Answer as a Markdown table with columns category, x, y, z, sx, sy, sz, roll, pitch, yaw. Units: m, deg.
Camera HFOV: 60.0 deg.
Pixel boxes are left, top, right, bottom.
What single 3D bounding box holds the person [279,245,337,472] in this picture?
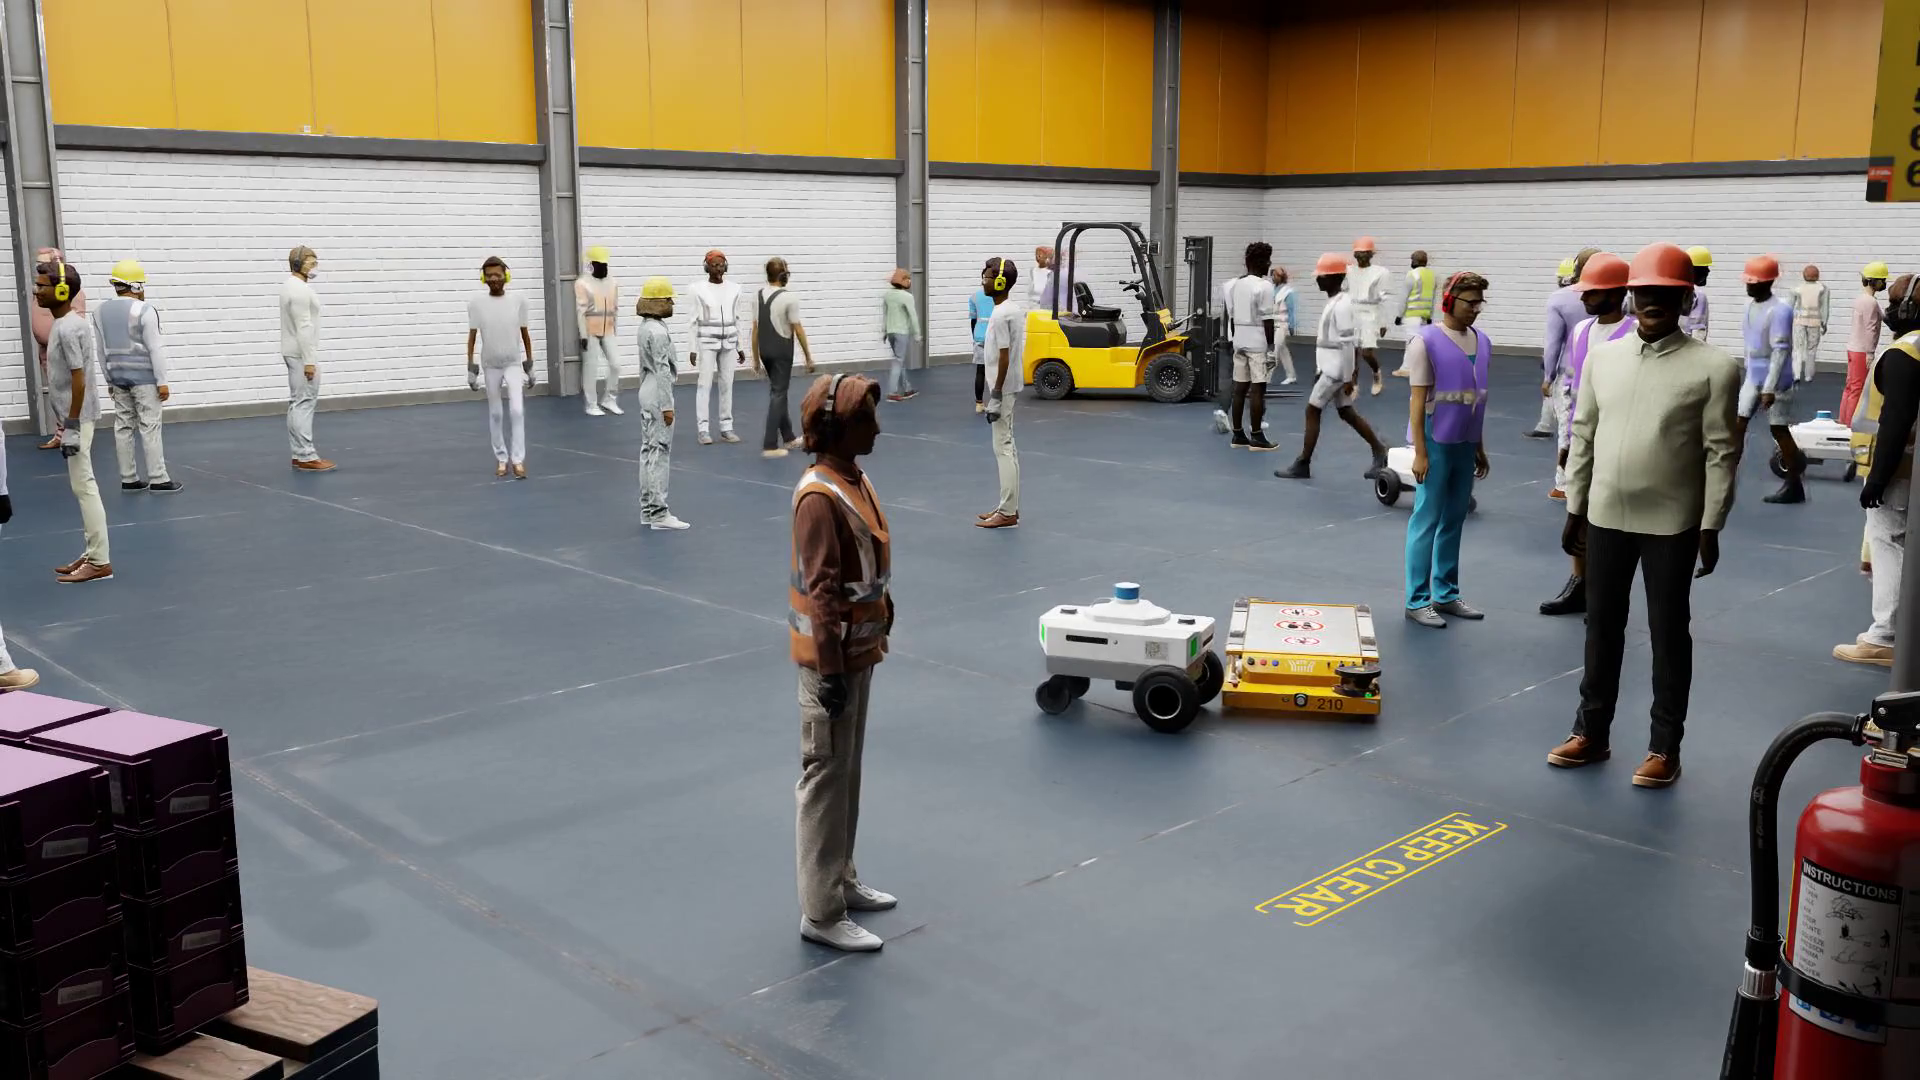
| category | x | y | z | sx | sy | sz | roll | pitch | yaw |
| --- | --- | --- | --- | --- | --- | --- | --- | --- | --- |
| person | -5.642 | -1.552 | 14.299 | 0.374 | 1.934 | 0.628 | -6 | 12 | -28 |

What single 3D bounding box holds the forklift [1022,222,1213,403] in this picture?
| category | x | y | z | sx | sy | sz | roll | pitch | yaw |
| --- | --- | --- | --- | --- | --- | --- | --- | --- | --- |
| forklift | 1.935 | -2.847 | 20.651 | 2.313 | 2.155 | 1.214 | 2 | 11 | 13 |

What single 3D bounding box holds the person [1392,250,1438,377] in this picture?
| category | x | y | z | sx | sy | sz | roll | pitch | yaw |
| --- | --- | --- | --- | --- | --- | --- | --- | --- | --- |
| person | 6.502 | -3.193 | 23.565 | 0.621 | 1.820 | 0.841 | -8 | 13 | -39 |

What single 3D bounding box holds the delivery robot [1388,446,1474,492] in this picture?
| category | x | y | z | sx | sy | sz | roll | pitch | yaw |
| --- | --- | --- | --- | --- | --- | --- | --- | --- | --- |
| delivery robot | 3.487 | -0.546 | 12.321 | 0.477 | 0.478 | 0.707 | -4 | 11 | -19 |

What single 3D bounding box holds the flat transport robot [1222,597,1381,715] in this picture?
| category | x | y | z | sx | sy | sz | roll | pitch | yaw |
| --- | --- | --- | --- | --- | --- | --- | --- | --- | --- |
| flat transport robot | 1.565 | 0.503 | 7.629 | 0.652 | 0.197 | 1.431 | 2 | 11 | 11 |

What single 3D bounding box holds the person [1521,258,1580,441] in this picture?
| category | x | y | z | sx | sy | sz | roll | pitch | yaw |
| --- | --- | --- | --- | --- | --- | --- | --- | --- | --- |
| person | 5.934 | -1.826 | 16.147 | 0.843 | 1.807 | 0.586 | 8 | 13 | 37 |

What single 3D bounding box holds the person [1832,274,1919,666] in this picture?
| category | x | y | z | sx | sy | sz | roll | pitch | yaw |
| --- | --- | --- | --- | --- | --- | --- | --- | --- | --- |
| person | 4.434 | -0.326 | 7.865 | 0.621 | 1.845 | 0.429 | -9 | 14 | -41 |

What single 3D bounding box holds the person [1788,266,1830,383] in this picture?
| category | x | y | z | sx | sy | sz | roll | pitch | yaw |
| --- | --- | --- | --- | --- | --- | --- | --- | --- | --- |
| person | 11.603 | -2.949 | 22.795 | 0.533 | 1.613 | 0.702 | 5 | 12 | 26 |

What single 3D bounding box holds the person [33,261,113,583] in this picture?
| category | x | y | z | sx | sy | sz | roll | pitch | yaw |
| --- | --- | --- | --- | --- | --- | --- | --- | --- | --- |
| person | -5.212 | -0.687 | 9.745 | 0.326 | 1.876 | 0.518 | -5 | 12 | -27 |

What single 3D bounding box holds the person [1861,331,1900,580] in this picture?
| category | x | y | z | sx | sy | sz | roll | pitch | yaw |
| --- | --- | --- | --- | --- | --- | --- | --- | --- | --- |
| person | 5.531 | -0.552 | 9.736 | 0.325 | 1.610 | 0.643 | 2 | 11 | 12 |

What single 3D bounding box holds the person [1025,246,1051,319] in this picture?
| category | x | y | z | sx | sy | sz | roll | pitch | yaw |
| --- | --- | --- | --- | --- | --- | --- | --- | --- | --- |
| person | 1.236 | -3.447 | 24.814 | 0.607 | 1.863 | 0.429 | 5 | 12 | 26 |

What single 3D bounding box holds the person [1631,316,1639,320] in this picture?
| category | x | y | z | sx | sy | sz | roll | pitch | yaw |
| --- | --- | --- | --- | --- | --- | --- | --- | --- | --- |
| person | 7.306 | -2.089 | 18.102 | 0.663 | 1.612 | 0.506 | -5 | 11 | -25 |

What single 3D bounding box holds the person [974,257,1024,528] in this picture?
| category | x | y | z | sx | sy | sz | roll | pitch | yaw |
| --- | --- | --- | --- | --- | --- | --- | --- | --- | --- |
| person | 0.271 | -1.016 | 11.539 | 0.328 | 1.876 | 0.514 | 2 | 11 | 8 |

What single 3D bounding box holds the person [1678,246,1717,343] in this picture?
| category | x | y | z | sx | sy | sz | roll | pitch | yaw |
| --- | --- | --- | --- | --- | --- | --- | --- | --- | --- |
| person | 6.404 | -1.614 | 14.653 | 0.367 | 1.927 | 0.590 | -1 | 10 | -4 |

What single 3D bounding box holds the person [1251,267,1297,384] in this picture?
| category | x | y | z | sx | sy | sz | roll | pitch | yaw |
| --- | --- | --- | --- | --- | --- | --- | --- | --- | --- |
| person | 4.260 | -2.862 | 22.385 | 0.876 | 1.591 | 0.515 | -5 | 12 | -26 |

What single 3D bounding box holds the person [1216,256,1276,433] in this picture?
| category | x | y | z | sx | sy | sz | roll | pitch | yaw |
| --- | --- | --- | --- | --- | --- | --- | --- | --- | --- |
| person | 2.940 | -2.048 | 17.154 | 0.595 | 1.887 | 0.876 | 6 | 12 | 31 |

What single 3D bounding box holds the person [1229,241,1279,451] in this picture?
| category | x | y | z | sx | sy | sz | roll | pitch | yaw |
| --- | --- | --- | --- | --- | --- | --- | --- | --- | --- |
| person | 2.781 | -1.827 | 15.710 | 0.365 | 1.965 | 0.608 | -6 | 12 | -28 |

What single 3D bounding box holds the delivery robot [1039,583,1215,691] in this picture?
| category | x | y | z | sx | sy | sz | roll | pitch | yaw |
| --- | --- | --- | --- | --- | --- | --- | --- | --- | --- |
| delivery robot | 0.702 | 0.424 | 7.032 | 0.707 | 0.478 | 0.477 | 4 | 11 | 22 |

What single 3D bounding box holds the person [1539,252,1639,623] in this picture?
| category | x | y | z | sx | sy | sz | roll | pitch | yaw |
| --- | --- | --- | --- | --- | --- | --- | --- | --- | --- |
| person | 3.332 | -0.519 | 8.666 | 0.377 | 1.932 | 0.548 | -5 | 11 | -25 |

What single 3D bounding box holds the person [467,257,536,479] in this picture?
| category | x | y | z | sx | sy | sz | roll | pitch | yaw |
| --- | --- | --- | --- | --- | --- | --- | --- | --- | --- |
| person | -3.814 | -1.416 | 13.824 | 0.557 | 1.834 | 0.841 | -3 | 11 | -16 |

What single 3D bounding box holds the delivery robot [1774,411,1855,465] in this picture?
| category | x | y | z | sx | sy | sz | roll | pitch | yaw |
| --- | --- | --- | --- | --- | --- | --- | --- | --- | --- |
| delivery robot | 7.203 | -0.836 | 13.901 | 0.707 | 0.478 | 0.477 | 5 | 12 | 26 |

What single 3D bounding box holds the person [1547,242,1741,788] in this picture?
| category | x | y | z | sx | sy | sz | roll | pitch | yaw |
| --- | --- | --- | --- | --- | --- | --- | --- | --- | --- |
| person | 2.528 | -0.093 | 6.167 | 0.371 | 1.997 | 0.622 | -9 | 14 | -42 |

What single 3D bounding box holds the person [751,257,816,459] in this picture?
| category | x | y | z | sx | sy | sz | roll | pitch | yaw |
| --- | --- | --- | --- | --- | --- | --- | --- | --- | --- |
| person | -1.571 | -1.664 | 15.239 | 0.521 | 1.819 | 0.791 | 8 | 13 | 38 |

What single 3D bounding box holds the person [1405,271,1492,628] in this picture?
| category | x | y | z | sx | sy | sz | roll | pitch | yaw |
| --- | --- | --- | --- | --- | --- | --- | --- | --- | --- |
| person | 2.545 | -0.478 | 8.699 | 0.564 | 1.839 | 0.390 | -8 | 13 | -37 |

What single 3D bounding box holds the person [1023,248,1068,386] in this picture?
| category | x | y | z | sx | sy | sz | roll | pitch | yaw |
| --- | --- | --- | --- | --- | --- | --- | --- | --- | --- |
| person | 1.313 | -2.998 | 22.399 | 0.996 | 1.862 | 0.659 | 1 | 10 | 4 |

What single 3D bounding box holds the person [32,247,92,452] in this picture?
| category | x | y | z | sx | sy | sz | roll | pitch | yaw |
| --- | --- | --- | --- | --- | --- | --- | --- | --- | --- |
| person | -8.470 | -1.781 | 15.624 | 0.643 | 1.908 | 0.410 | 7 | 12 | 33 |

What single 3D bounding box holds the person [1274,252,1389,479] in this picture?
| category | x | y | z | sx | sy | sz | roll | pitch | yaw |
| --- | --- | --- | --- | --- | --- | --- | --- | --- | --- |
| person | 3.171 | -1.429 | 13.765 | 0.974 | 1.899 | 0.554 | 2 | 11 | 8 |

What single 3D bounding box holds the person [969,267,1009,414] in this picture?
| category | x | y | z | sx | sy | sz | roll | pitch | yaw |
| --- | --- | --- | --- | --- | --- | --- | --- | --- | --- |
| person | 0.352 | -2.260 | 18.815 | 0.532 | 1.695 | 0.319 | 6 | 12 | 29 |

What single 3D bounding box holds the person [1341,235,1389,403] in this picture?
| category | x | y | z | sx | sy | sz | roll | pitch | yaw |
| --- | --- | --- | --- | --- | --- | --- | --- | --- | --- |
| person | 4.892 | -2.669 | 20.152 | 0.622 | 2.030 | 0.595 | 8 | 13 | 38 |

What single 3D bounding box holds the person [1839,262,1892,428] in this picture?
| category | x | y | z | sx | sy | sz | roll | pitch | yaw |
| --- | --- | --- | --- | --- | --- | --- | --- | --- | --- |
| person | 8.833 | -1.820 | 16.218 | 0.328 | 1.767 | 0.532 | 3 | 11 | 15 |

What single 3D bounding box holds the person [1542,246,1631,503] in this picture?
| category | x | y | z | sx | sy | sz | roll | pitch | yaw |
| --- | --- | --- | --- | --- | --- | --- | --- | --- | --- |
| person | 4.719 | -1.237 | 12.574 | 0.630 | 1.936 | 0.366 | 1 | 10 | 6 |

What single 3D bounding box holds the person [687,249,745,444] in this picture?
| category | x | y | z | sx | sy | sz | roll | pitch | yaw |
| --- | --- | --- | --- | --- | --- | --- | --- | --- | --- |
| person | -2.373 | -1.878 | 16.213 | 0.584 | 1.882 | 0.337 | -6 | 12 | -32 |

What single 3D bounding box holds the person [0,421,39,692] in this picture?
| category | x | y | z | sx | sy | sz | roll | pitch | yaw |
| --- | --- | --- | --- | --- | --- | --- | --- | --- | --- |
| person | -4.442 | -0.224 | 7.307 | 0.619 | 1.845 | 0.430 | 2 | 11 | 11 |

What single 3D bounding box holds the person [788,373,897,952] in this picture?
| category | x | y | z | sx | sy | sz | roll | pitch | yaw |
| --- | --- | --- | --- | --- | --- | --- | --- | --- | --- |
| person | -0.343 | 0.341 | 4.777 | 0.306 | 1.639 | 0.523 | 1 | 10 | 6 |

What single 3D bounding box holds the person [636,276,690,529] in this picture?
| category | x | y | z | sx | sy | sz | roll | pitch | yaw |
| --- | --- | --- | --- | --- | --- | --- | --- | --- | --- |
| person | -2.070 | -0.947 | 11.519 | 0.299 | 1.743 | 0.493 | -5 | 11 | -24 |

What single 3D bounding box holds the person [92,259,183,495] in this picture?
| category | x | y | z | sx | sy | sz | roll | pitch | yaw |
| --- | --- | --- | --- | --- | --- | --- | --- | --- | --- |
| person | -6.441 | -1.268 | 13.024 | 0.589 | 1.834 | 0.403 | 3 | 11 | 16 |

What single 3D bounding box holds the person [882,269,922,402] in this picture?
| category | x | y | z | sx | sy | sz | roll | pitch | yaw |
| --- | --- | --- | --- | --- | --- | --- | --- | --- | --- |
| person | -0.657 | -2.503 | 20.344 | 0.671 | 1.608 | 0.528 | -10 | 14 | -42 |

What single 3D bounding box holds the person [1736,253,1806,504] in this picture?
| category | x | y | z | sx | sy | sz | roll | pitch | yaw |
| --- | --- | --- | --- | --- | --- | --- | --- | --- | --- |
| person | 6.001 | -1.192 | 12.457 | 0.930 | 1.878 | 0.567 | -2 | 11 | -9 |

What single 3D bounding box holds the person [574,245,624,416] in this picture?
| category | x | y | z | sx | sy | sz | roll | pitch | yaw |
| --- | --- | --- | --- | --- | --- | --- | --- | --- | --- |
| person | -4.015 | -2.324 | 18.565 | 0.556 | 1.906 | 0.603 | 10 | 14 | 43 |
